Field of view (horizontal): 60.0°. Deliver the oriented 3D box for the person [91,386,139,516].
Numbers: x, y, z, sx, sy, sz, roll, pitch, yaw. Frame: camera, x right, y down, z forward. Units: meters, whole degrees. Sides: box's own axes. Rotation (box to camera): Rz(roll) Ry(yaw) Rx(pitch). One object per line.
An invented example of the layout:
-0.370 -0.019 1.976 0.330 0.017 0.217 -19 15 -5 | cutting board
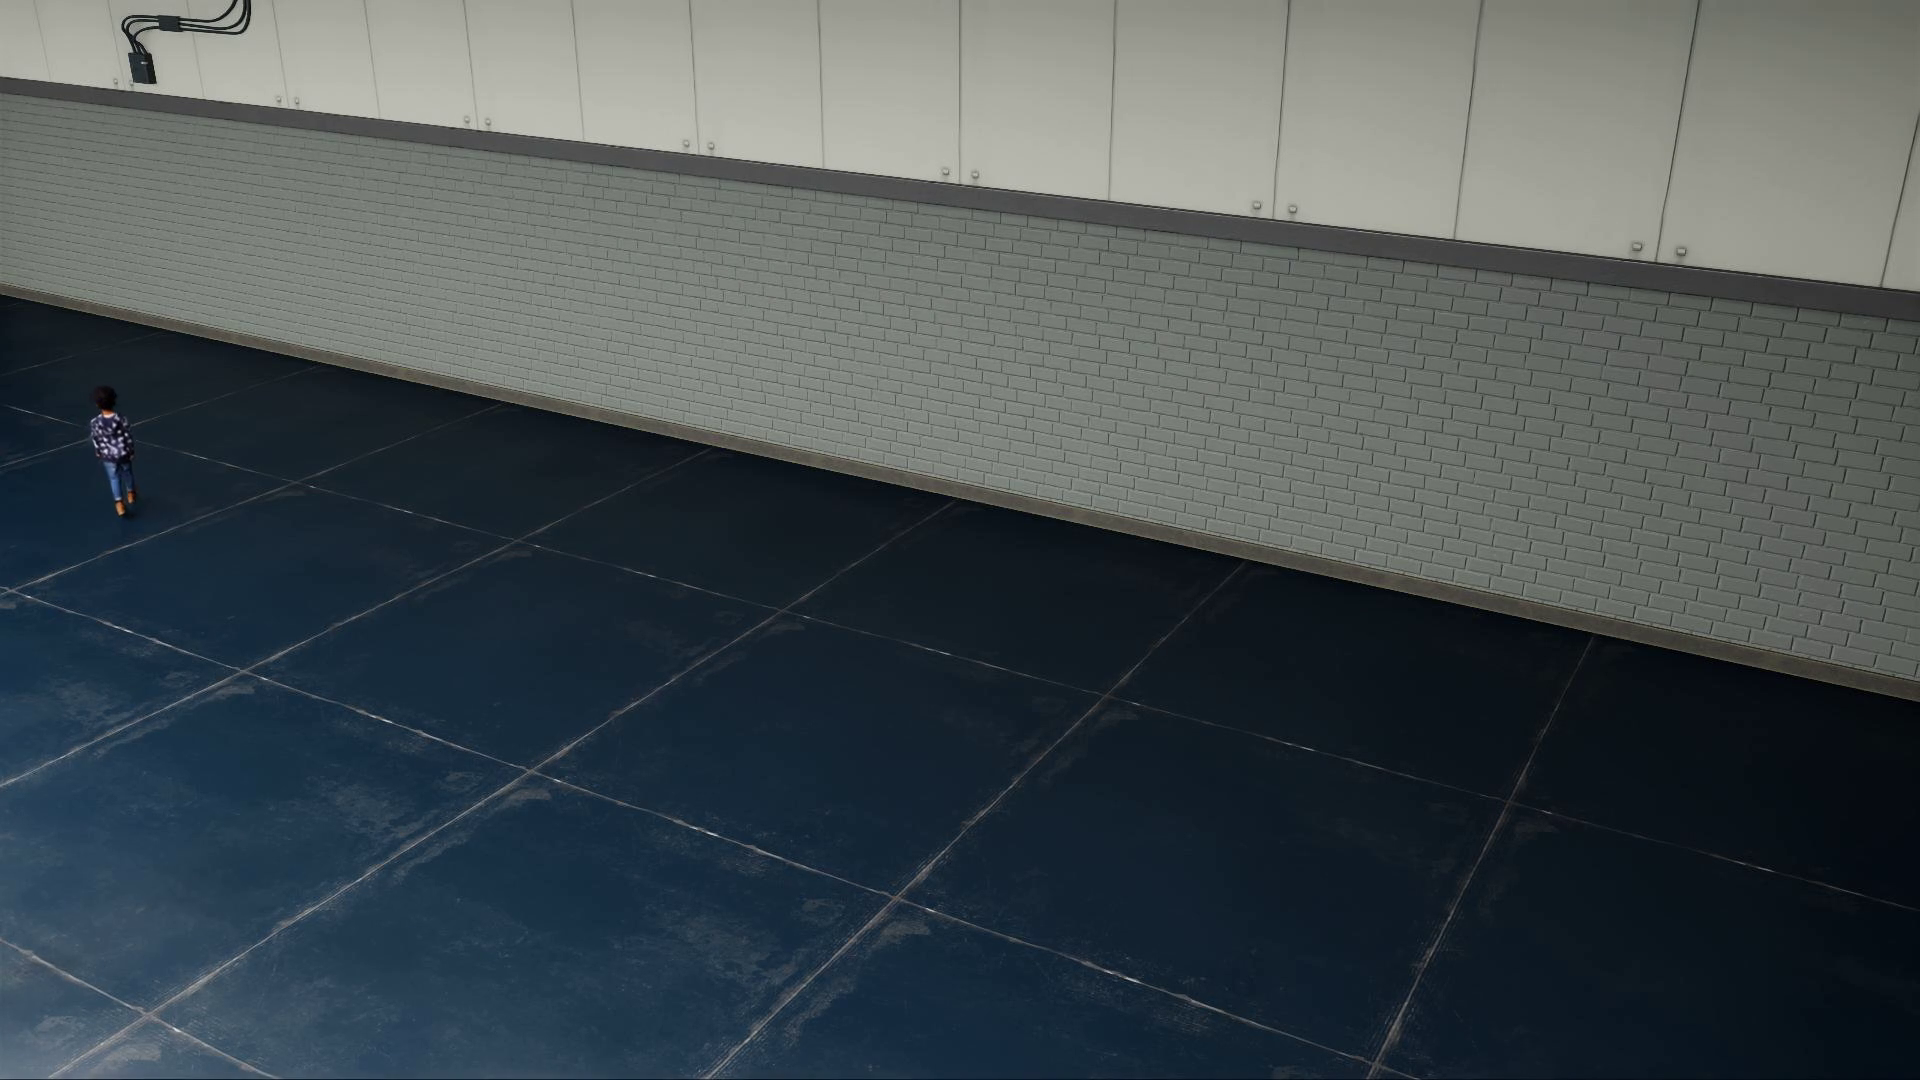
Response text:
-8.009 -0.827 15.734 0.843 1.226 0.853 -9 25 -20 | person
